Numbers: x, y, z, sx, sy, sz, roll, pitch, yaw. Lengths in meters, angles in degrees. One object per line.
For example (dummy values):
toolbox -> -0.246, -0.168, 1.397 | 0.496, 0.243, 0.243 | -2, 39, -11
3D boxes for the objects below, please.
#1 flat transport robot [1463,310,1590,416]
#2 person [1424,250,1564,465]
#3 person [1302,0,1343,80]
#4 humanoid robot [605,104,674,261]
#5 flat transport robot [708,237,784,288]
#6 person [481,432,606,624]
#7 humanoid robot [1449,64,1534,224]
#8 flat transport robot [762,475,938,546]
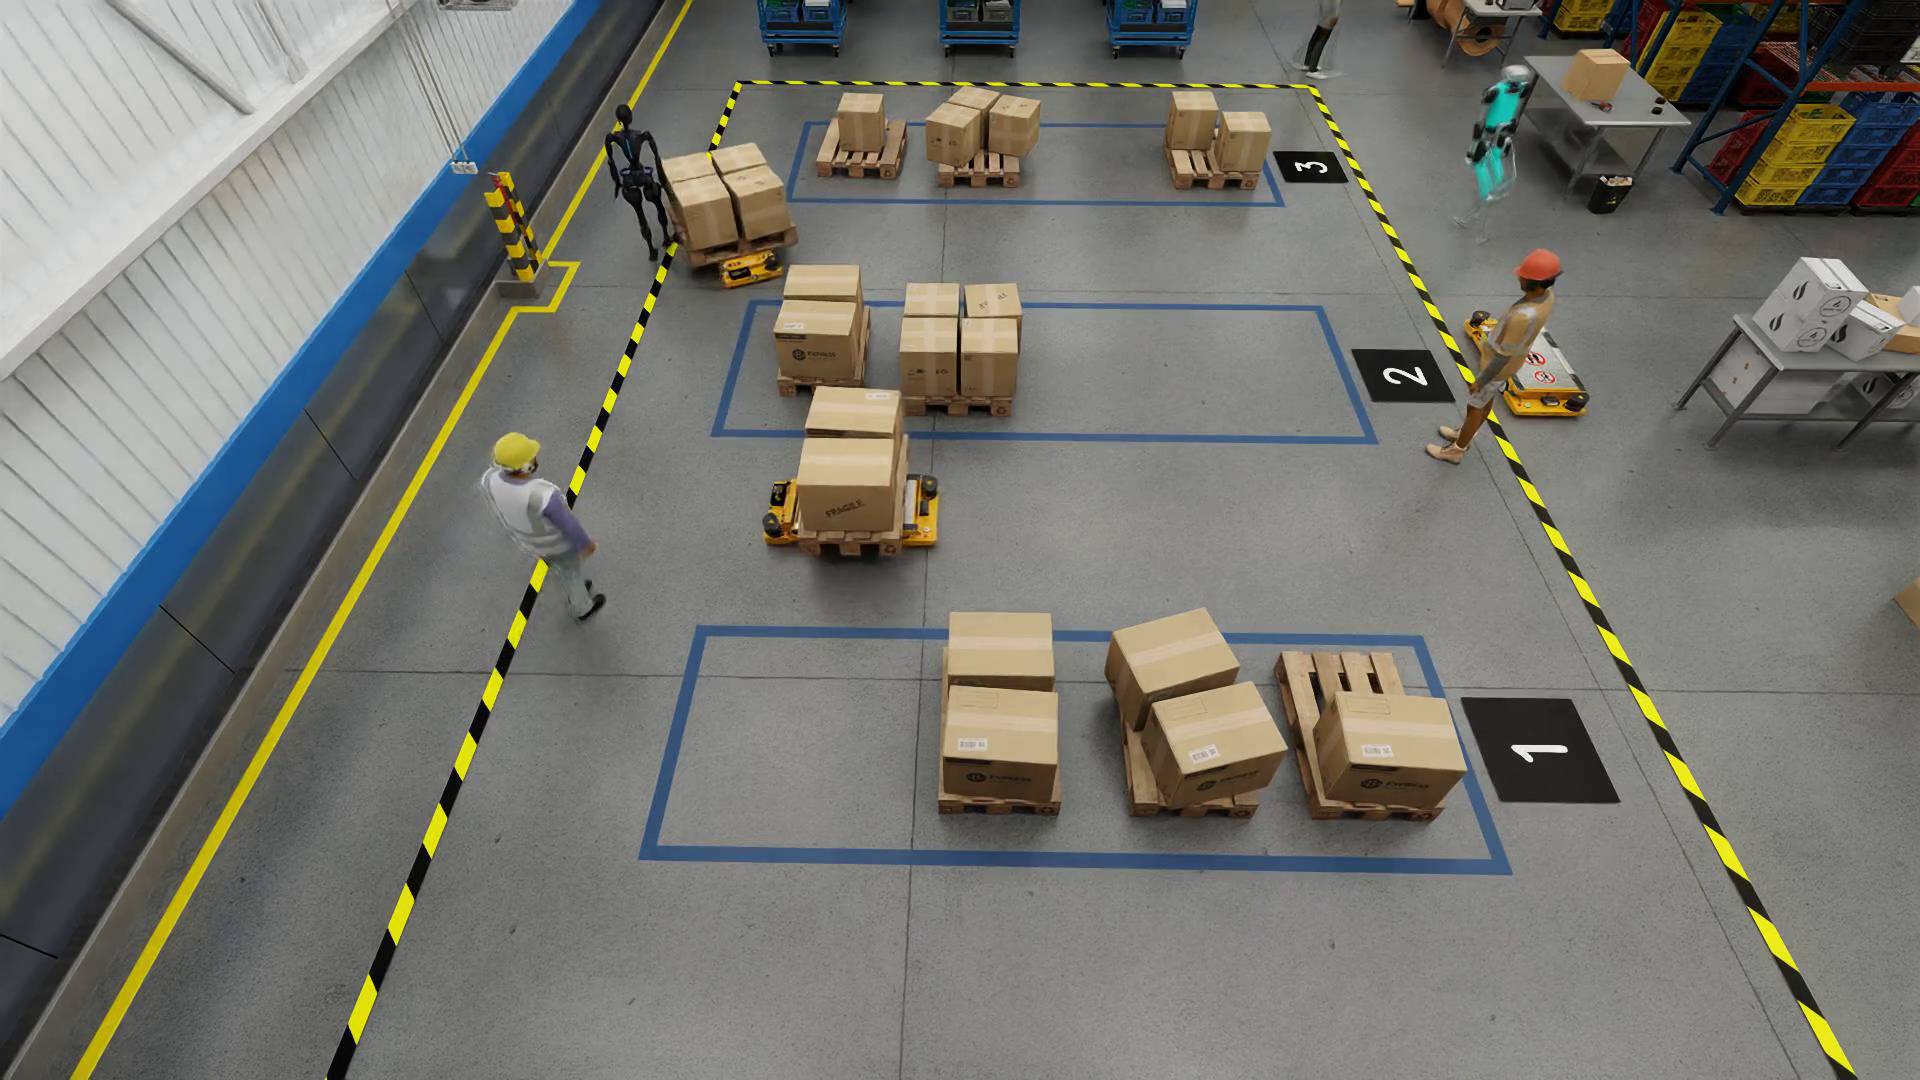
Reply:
flat transport robot -> 5.573, -1.757, 9.054 | 0.659, 0.231, 1.431 | 1, 49, 1
person -> 4.458, -1.482, 7.651 | 0.394, 2.033, 0.604 | 36, 58, 27
person -> 5.326, -7.597, 13.061 | 0.397, 1.850, 0.597 | 1, 49, 1
humanoid robot -> -3.488, -3.868, 9.955 | 0.590, 1.644, 0.421 | -7, 50, -6
flat transport robot -> -2.552, -3.400, 10.457 | 0.652, 0.197, 1.431 | -19, 52, -16
person -> -2.906, -0.084, 6.581 | 0.614, 1.812, 0.508 | 19, 52, 16
humanoid robot -> 6.013, -4.306, 10.200 | 0.533, 1.677, 0.735 | -12, 50, -10
flat transport robot -> -0.909, -0.267, 7.746 | 1.431, 0.197, 0.652 | 1, 49, 1
